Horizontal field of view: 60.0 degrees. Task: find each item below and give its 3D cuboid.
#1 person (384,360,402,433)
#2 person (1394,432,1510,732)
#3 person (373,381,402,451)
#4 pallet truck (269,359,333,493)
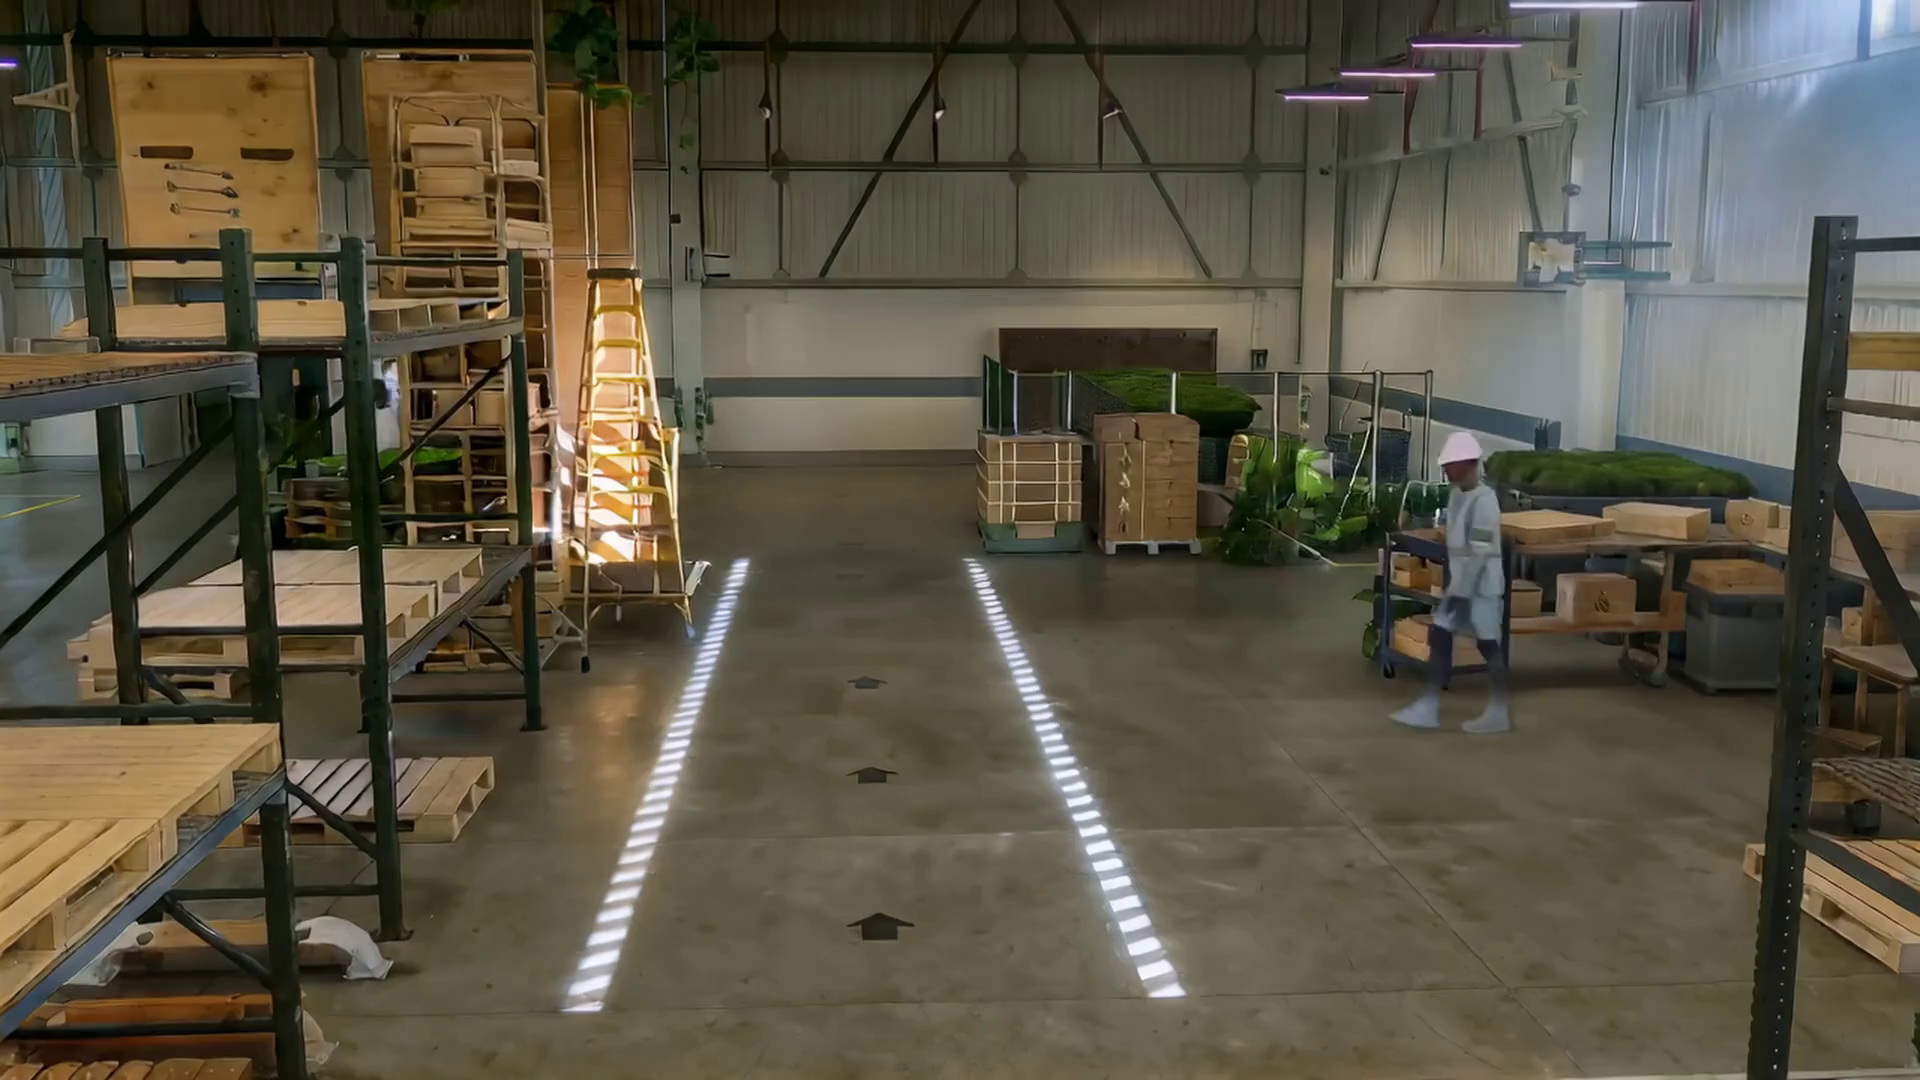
[{"bbox_3d":[-8.313,-1.827,24.492,0.309,1.639,0.514,0,9,-3],"label":"person"},{"bbox_3d":[3.114,0.281,10.434,0.831,1.902,0.568,-2,9,-10],"label":"person"},{"bbox_3d":[-5.440,-0.532,15.486,0.691,1.912,0.627,-6,11,-31],"label":"person"},{"bbox_3d":[-7.062,-1.131,18.996,1.885,1.965,0.823,2,9,13],"label":"pallet truck"}]
